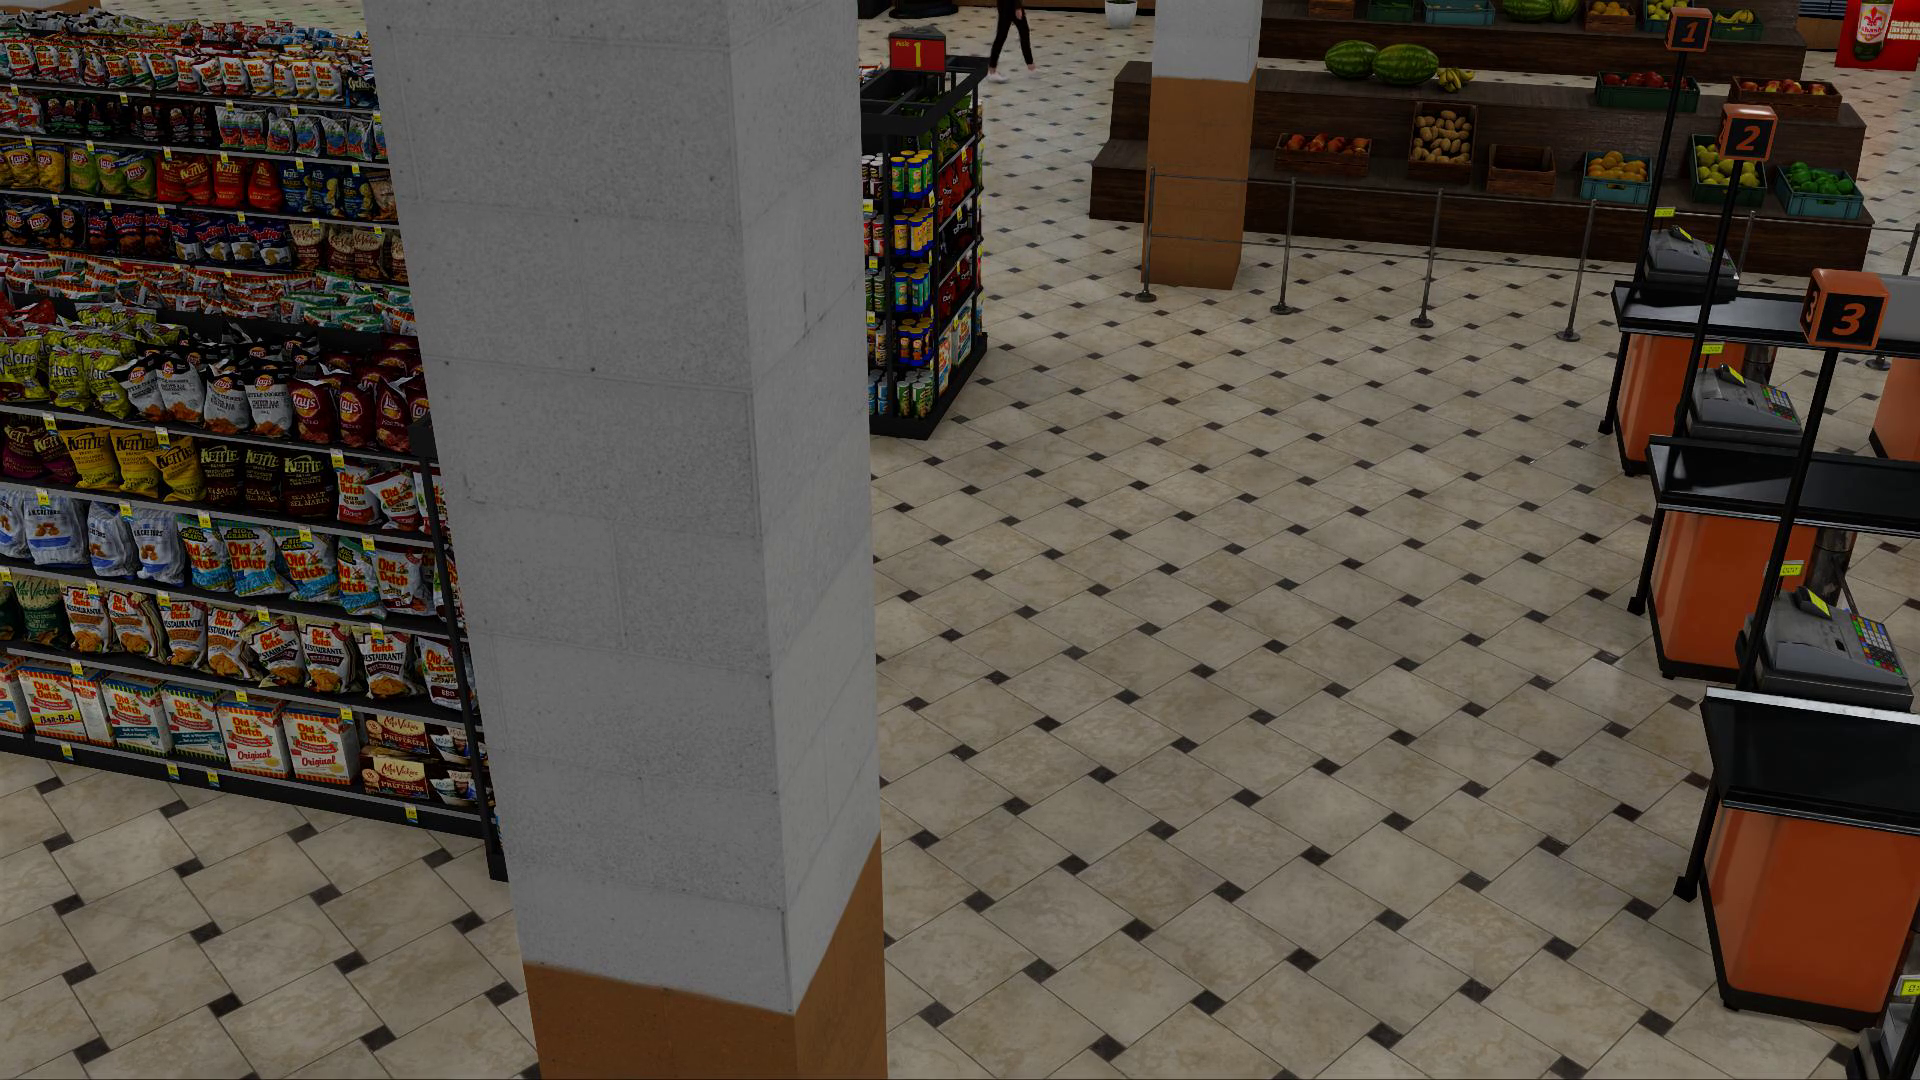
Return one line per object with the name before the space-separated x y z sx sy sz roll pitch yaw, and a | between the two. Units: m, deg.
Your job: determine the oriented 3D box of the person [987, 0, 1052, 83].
person | 0.453 -5.798 17.981 0.926 1.678 0.666 5 29 9
